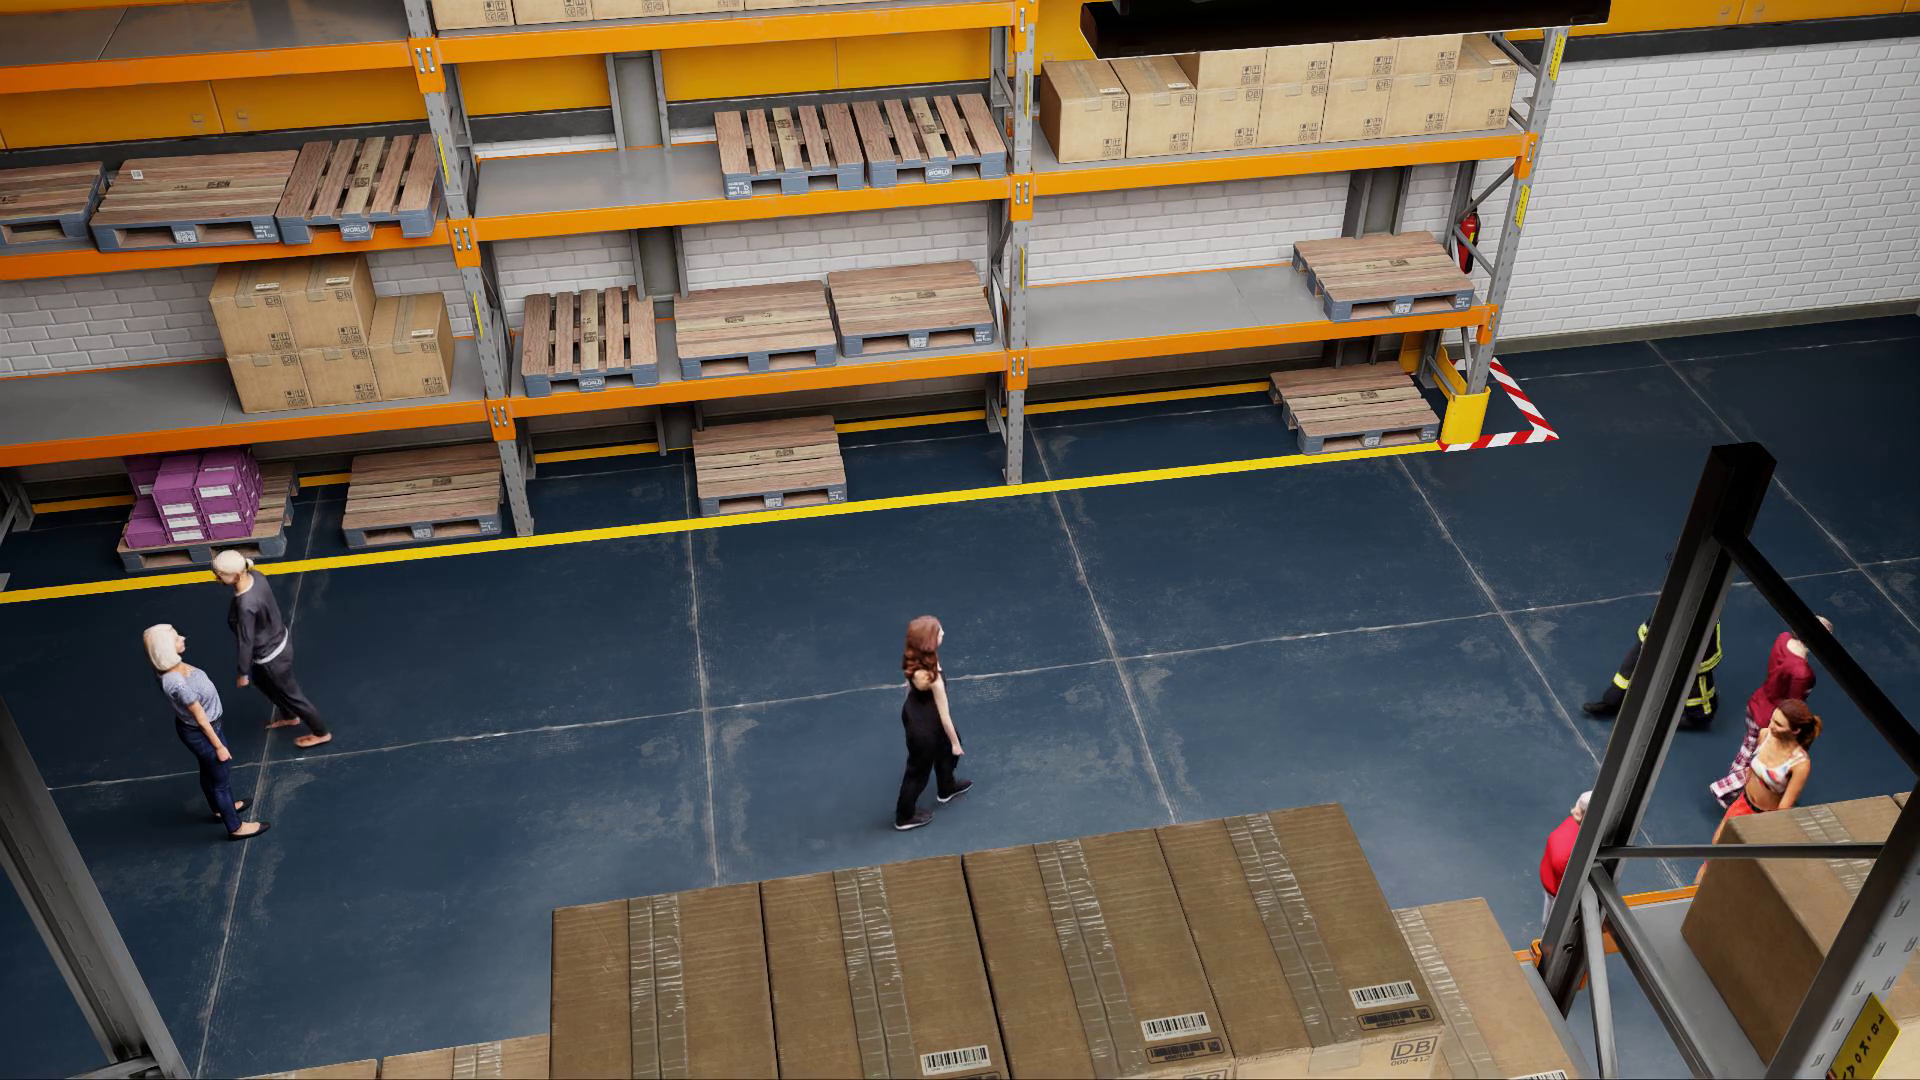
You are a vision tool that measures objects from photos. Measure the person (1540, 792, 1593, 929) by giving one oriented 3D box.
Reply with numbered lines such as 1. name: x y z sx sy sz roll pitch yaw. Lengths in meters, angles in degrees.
1. person: 3.438 2.009 9.406 0.602 1.696 0.601 4 39 5

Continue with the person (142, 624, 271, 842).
1. person: -4.759 1.192 10.408 0.666 1.722 0.655 -28 46 -30

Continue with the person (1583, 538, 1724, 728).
1. person: 4.914 0.579 11.101 1.135 1.816 0.808 -1 39 -1

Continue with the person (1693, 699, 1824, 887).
1. person: 4.823 1.632 9.845 1.237 1.740 0.767 -15 41 -18

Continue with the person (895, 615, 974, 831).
1. person: -0.309 1.179 10.421 0.894 1.727 0.724 -16 41 -19

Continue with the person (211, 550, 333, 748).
1. person: -4.491 0.710 11.028 0.683 1.703 0.646 -8 39 -10

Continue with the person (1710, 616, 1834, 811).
1. person: 5.078 1.105 10.540 0.692 1.696 0.670 -2 39 -3
